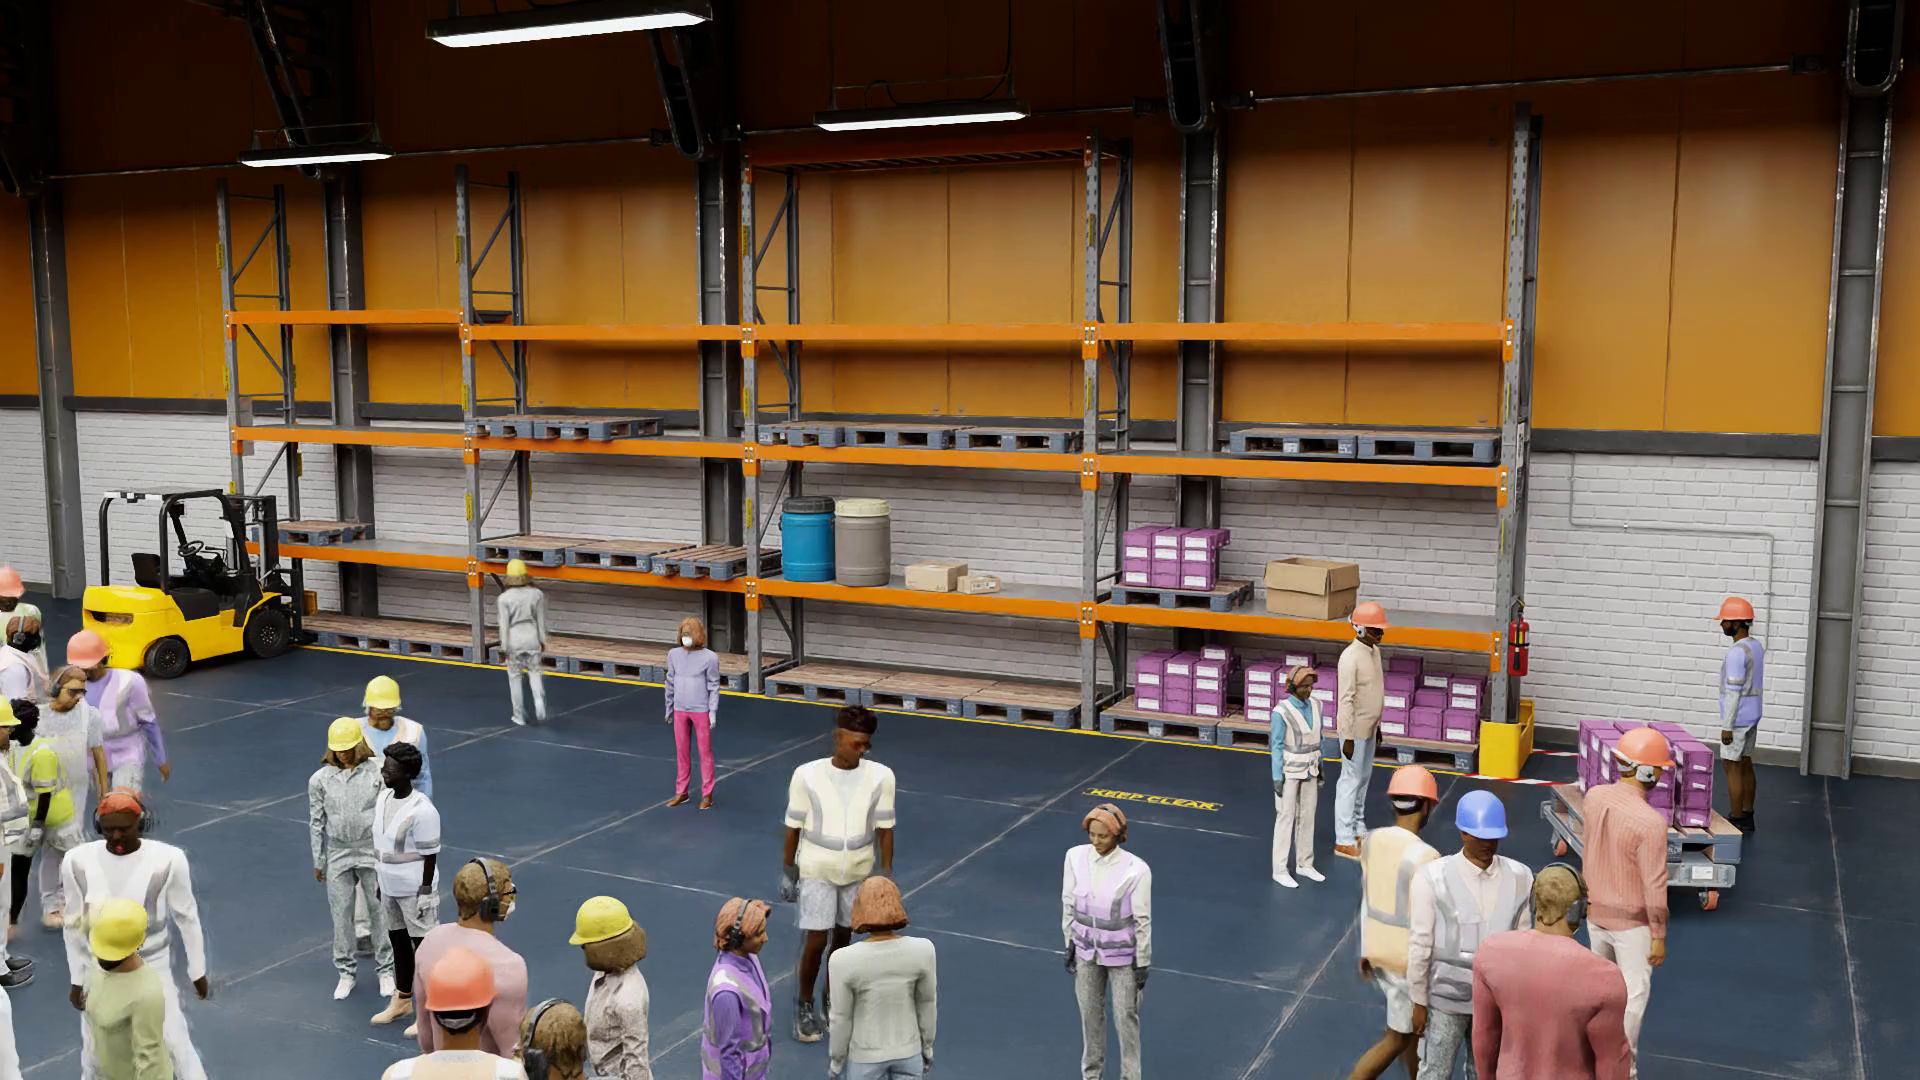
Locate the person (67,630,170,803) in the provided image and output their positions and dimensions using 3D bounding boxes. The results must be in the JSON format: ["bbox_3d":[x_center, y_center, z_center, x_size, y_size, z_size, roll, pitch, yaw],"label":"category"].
[{"bbox_3d":[-5.972,1.597,11.652,0.683,1.965,1.010,0,7,-4],"label":"person"}]

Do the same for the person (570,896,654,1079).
[{"bbox_3d":[-1.418,2.299,6.823,0.319,1.734,0.483,-3,8,-24],"label":"person"}]

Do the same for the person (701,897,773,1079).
[{"bbox_3d":[-0.950,2.316,7.109,0.313,1.631,0.527,0,7,0],"label":"person"}]

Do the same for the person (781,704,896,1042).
[{"bbox_3d":[-0.686,1.879,9.473,0.644,1.933,0.525,-2,7,-17],"label":"person"}]

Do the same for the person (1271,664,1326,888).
[{"bbox_3d":[2.452,1.709,12.119,0.524,1.631,0.315,-5,9,-38],"label":"person"}]

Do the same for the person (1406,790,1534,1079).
[{"bbox_3d":[2.348,2.092,7.646,0.605,1.948,0.403,-1,7,-9],"label":"person"}]

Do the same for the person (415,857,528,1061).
[{"bbox_3d":[-1.915,2.218,6.650,0.633,1.938,0.356,5,9,38],"label":"person"}]

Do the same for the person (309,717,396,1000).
[{"bbox_3d":[-3.657,1.912,10.041,0.489,1.728,0.323,-2,7,-16],"label":"person"}]

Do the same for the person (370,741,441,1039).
[{"bbox_3d":[-3.181,1.987,9.541,0.535,1.700,0.318,5,9,36],"label":"person"}]

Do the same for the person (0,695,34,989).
[{"bbox_3d":[-5.929,1.848,10.208,0.403,1.819,0.601,-5,8,-33],"label":"person"}]

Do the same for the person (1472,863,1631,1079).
[{"bbox_3d":[2.330,2.229,6.582,0.627,1.934,0.371,7,10,43],"label":"person"}]

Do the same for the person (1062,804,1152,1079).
[{"bbox_3d":[0.758,2.143,8.557,0.507,1.630,0.324,5,8,35],"label":"person"}]

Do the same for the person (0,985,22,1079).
[{"bbox_3d":[-3.863,2.303,6.273,0.628,1.872,0.464,-4,8,-29],"label":"person"}]

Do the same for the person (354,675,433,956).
[{"bbox_3d":[-3.746,1.773,10.828,0.618,1.825,0.405,-3,8,-23],"label":"person"}]

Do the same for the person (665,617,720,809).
[{"bbox_3d":[-2.277,1.463,14.124,0.500,1.636,0.286,2,7,18],"label":"person"}]

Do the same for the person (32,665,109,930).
[{"bbox_3d":[-6.075,1.725,11.260,0.523,1.800,0.633,-6,9,-42],"label":"person"}]

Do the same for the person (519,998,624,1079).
[{"bbox_3d":[-1.240,2.394,5.259,0.386,1.928,0.641,3,8,26],"label":"person"}]

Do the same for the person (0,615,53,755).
[{"bbox_3d":[-7.359,1.495,13.094,0.429,1.830,0.635,-4,8,-29],"label":"person"}]

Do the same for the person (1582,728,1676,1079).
[{"bbox_3d":[3.487,1.952,8.698,0.411,1.980,0.625,-2,7,-15],"label":"person"}]

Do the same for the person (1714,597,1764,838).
[{"bbox_3d":[6.216,1.414,13.350,0.392,1.929,0.552,6,9,41],"label":"person"}]

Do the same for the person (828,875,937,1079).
[{"bbox_3d":[-0.341,2.285,7.352,0.497,1.633,0.289,-2,7,-19],"label":"person"}]

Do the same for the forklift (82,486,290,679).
[{"bbox_3d":[-9.426,0.454,20.179,1.214,2.155,2.313,3,8,26],"label":"forklift"}]

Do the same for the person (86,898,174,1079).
[{"bbox_3d":[-3.504,2.287,6.977,0.678,1.721,0.317,7,10,43],"label":"person"}]

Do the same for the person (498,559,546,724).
[{"bbox_3d":[-4.489,1.055,17.098,0.496,1.727,0.480,-4,8,-32],"label":"person"}]

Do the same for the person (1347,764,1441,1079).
[{"bbox_3d":[2.118,2.062,8.224,0.892,1.883,0.571,-3,7,-20],"label":"person"}]

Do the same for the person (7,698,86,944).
[{"bbox_3d":[-6.063,1.833,11.034,0.537,1.645,0.872,5,8,35],"label":"person"}]

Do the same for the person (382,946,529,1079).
[{"bbox_3d":[-1.676,2.344,5.682,0.543,1.928,0.403,0,7,-1],"label":"person"}]

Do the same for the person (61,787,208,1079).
[{"bbox_3d":[-4.012,2.092,8.155,0.763,1.844,0.551,-1,7,-10],"label":"person"}]

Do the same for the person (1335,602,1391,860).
[{"bbox_3d":[3.095,1.453,12.784,0.406,1.988,0.614,4,8,33],"label":"person"}]

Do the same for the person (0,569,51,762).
[{"bbox_3d":[-8.301,1.236,14.515,0.707,2.003,0.667,4,8,29],"label":"person"}]
